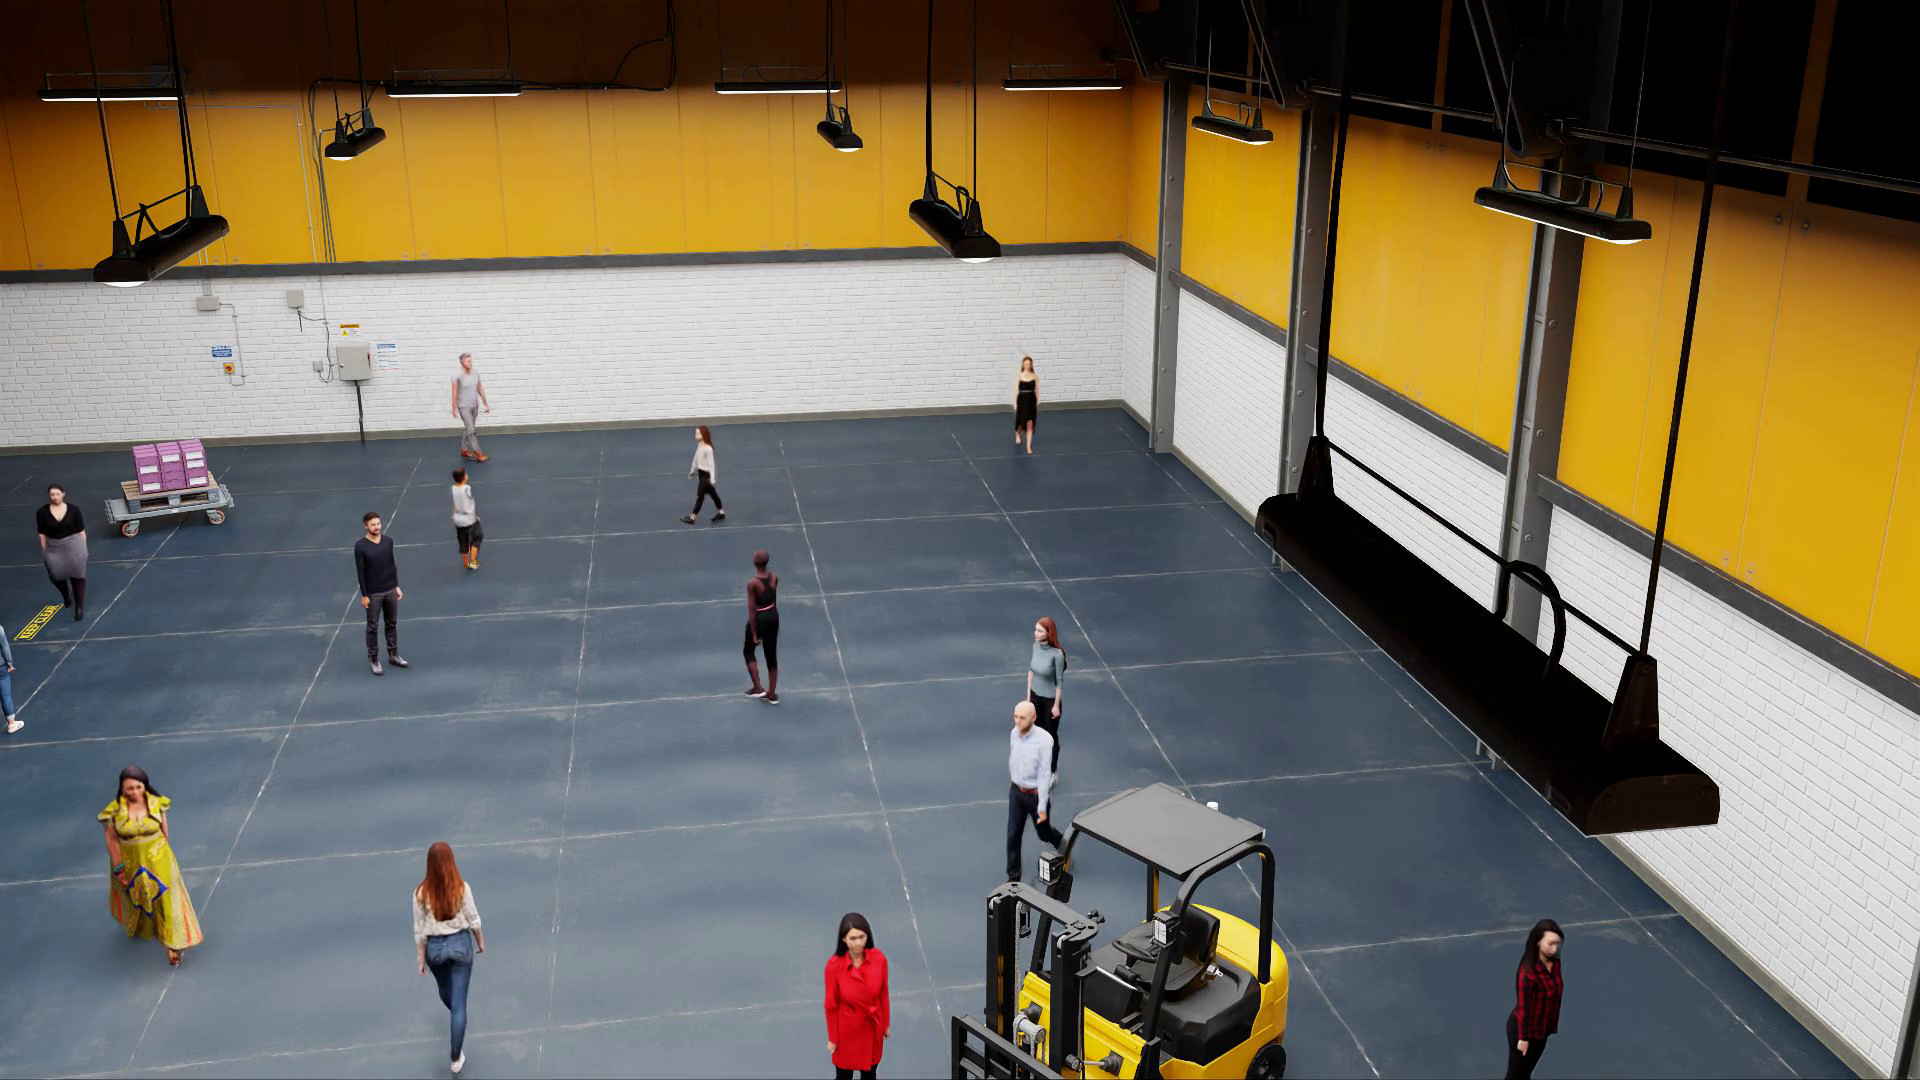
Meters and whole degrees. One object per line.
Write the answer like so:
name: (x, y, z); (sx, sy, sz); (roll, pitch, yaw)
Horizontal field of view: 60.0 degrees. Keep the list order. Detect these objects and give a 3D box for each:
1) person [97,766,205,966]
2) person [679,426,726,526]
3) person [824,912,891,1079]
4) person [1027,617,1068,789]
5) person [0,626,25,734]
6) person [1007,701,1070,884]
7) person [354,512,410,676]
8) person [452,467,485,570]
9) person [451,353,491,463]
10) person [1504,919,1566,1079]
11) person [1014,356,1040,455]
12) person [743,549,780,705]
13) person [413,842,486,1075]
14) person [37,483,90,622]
person: (-6.622, 2.566, 13.421); (1.052, 1.617, 1.302); (-13, 22, -33)
person: (-3.622, -0.939, 24.104); (0.819, 1.443, 0.966); (-10, 21, -28)
person: (-0.689, 3.277, 11.105); (0.674, 1.748, 0.683); (-8, 20, -23)
person: (0.833, 1.570, 16.183); (0.736, 1.743, 0.634); (-15, 24, -38)
person: (-10.117, 1.318, 17.349); (0.558, 1.476, 0.484); (-4, 19, -12)
person: (0.659, 2.197, 14.288); (1.178, 1.765, 1.200); (14, 23, 36)
person: (-6.616, 0.576, 18.935); (0.753, 1.870, 0.719); (16, 24, 39)
person: (-6.640, -0.308, 22.219); (0.648, 1.451, 0.616); (2, 19, 7)
person: (-8.117, -2.176, 27.229); (1.132, 1.792, 1.088); (11, 21, 29)
person: (3.834, 3.286, 11.228); (0.662, 1.654, 0.682); (-17, 25, -41)
person: (1.105, -2.282, 27.830); (0.584, 1.609, 0.907); (-3, 19, -8)
person: (-2.068, 0.955, 18.007); (0.726, 1.744, 0.778); (-15, 23, -37)
person: (-3.681, 3.020, 11.971); (0.604, 1.683, 1.100); (-3, 19, -10)
person: (-11.013, 0.126, 20.461); (0.775, 1.749, 0.856); (-9, 21, -24)
